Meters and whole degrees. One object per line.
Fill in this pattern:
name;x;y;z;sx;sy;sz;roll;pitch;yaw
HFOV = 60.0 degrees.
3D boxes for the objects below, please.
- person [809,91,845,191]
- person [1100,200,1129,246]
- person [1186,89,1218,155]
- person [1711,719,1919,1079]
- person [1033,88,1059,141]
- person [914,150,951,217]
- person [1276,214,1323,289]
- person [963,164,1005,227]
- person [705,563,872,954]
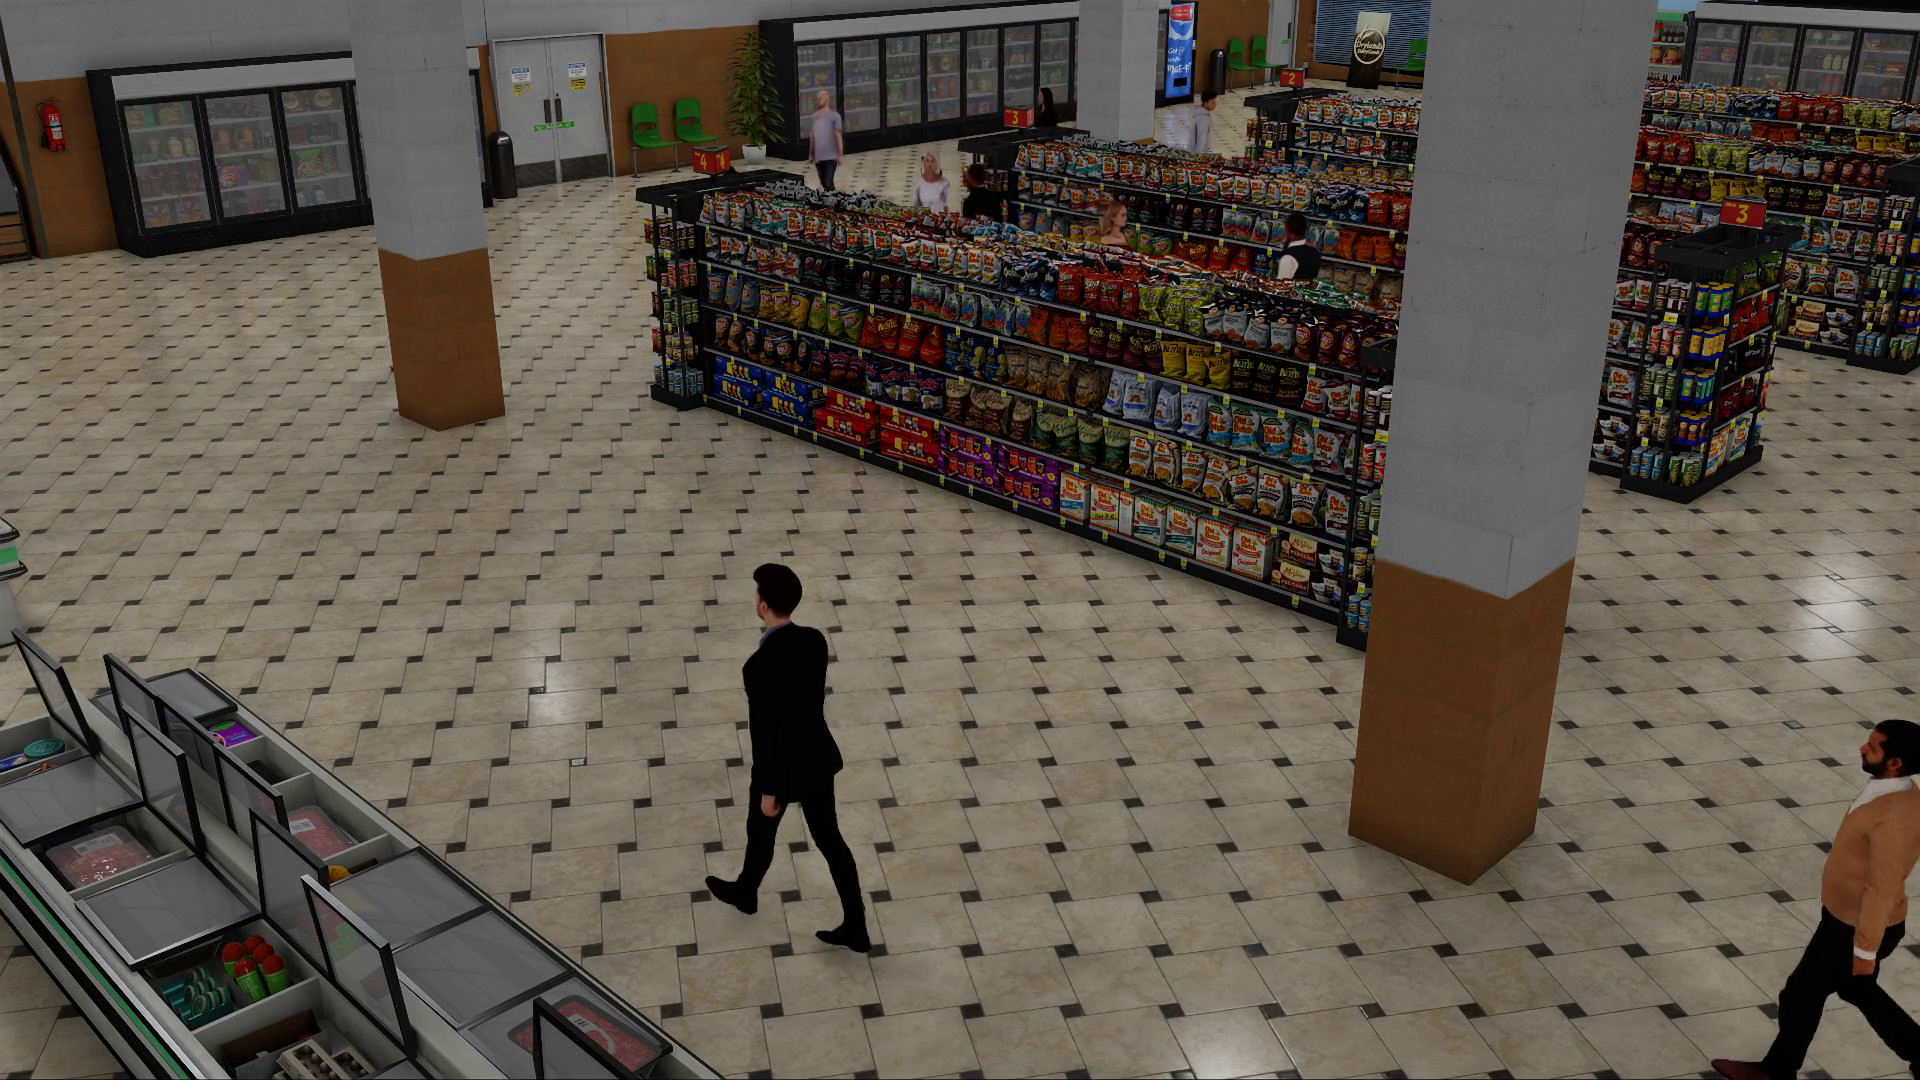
person;-1.832;-5.459;23.661;0.630;1.821;0.785;16;27;35
person;1.433;-2.314;15.824;0.536;1.828;0.587;16;27;35
person;3.230;-5.309;23.196;1.195;1.889;1.139;-3;22;-7
person;3.568;1.510;6.444;1.183;1.726;0.868;12;25;27
person;1.351;-5.781;24.567;0.903;1.744;0.843;-5;22;-11
person;-0.335;-3.629;19.229;0.992;1.731;1.047;0;22;0
person;2.968;-1.938;14.767;0.688;1.918;0.569;-19;29;-39
person;0.314;-2.927;17.293;1.183;1.871;0.809;17;28;37
person;-0.678;1.039;7.464;1.234;1.840;0.817;16;27;35
